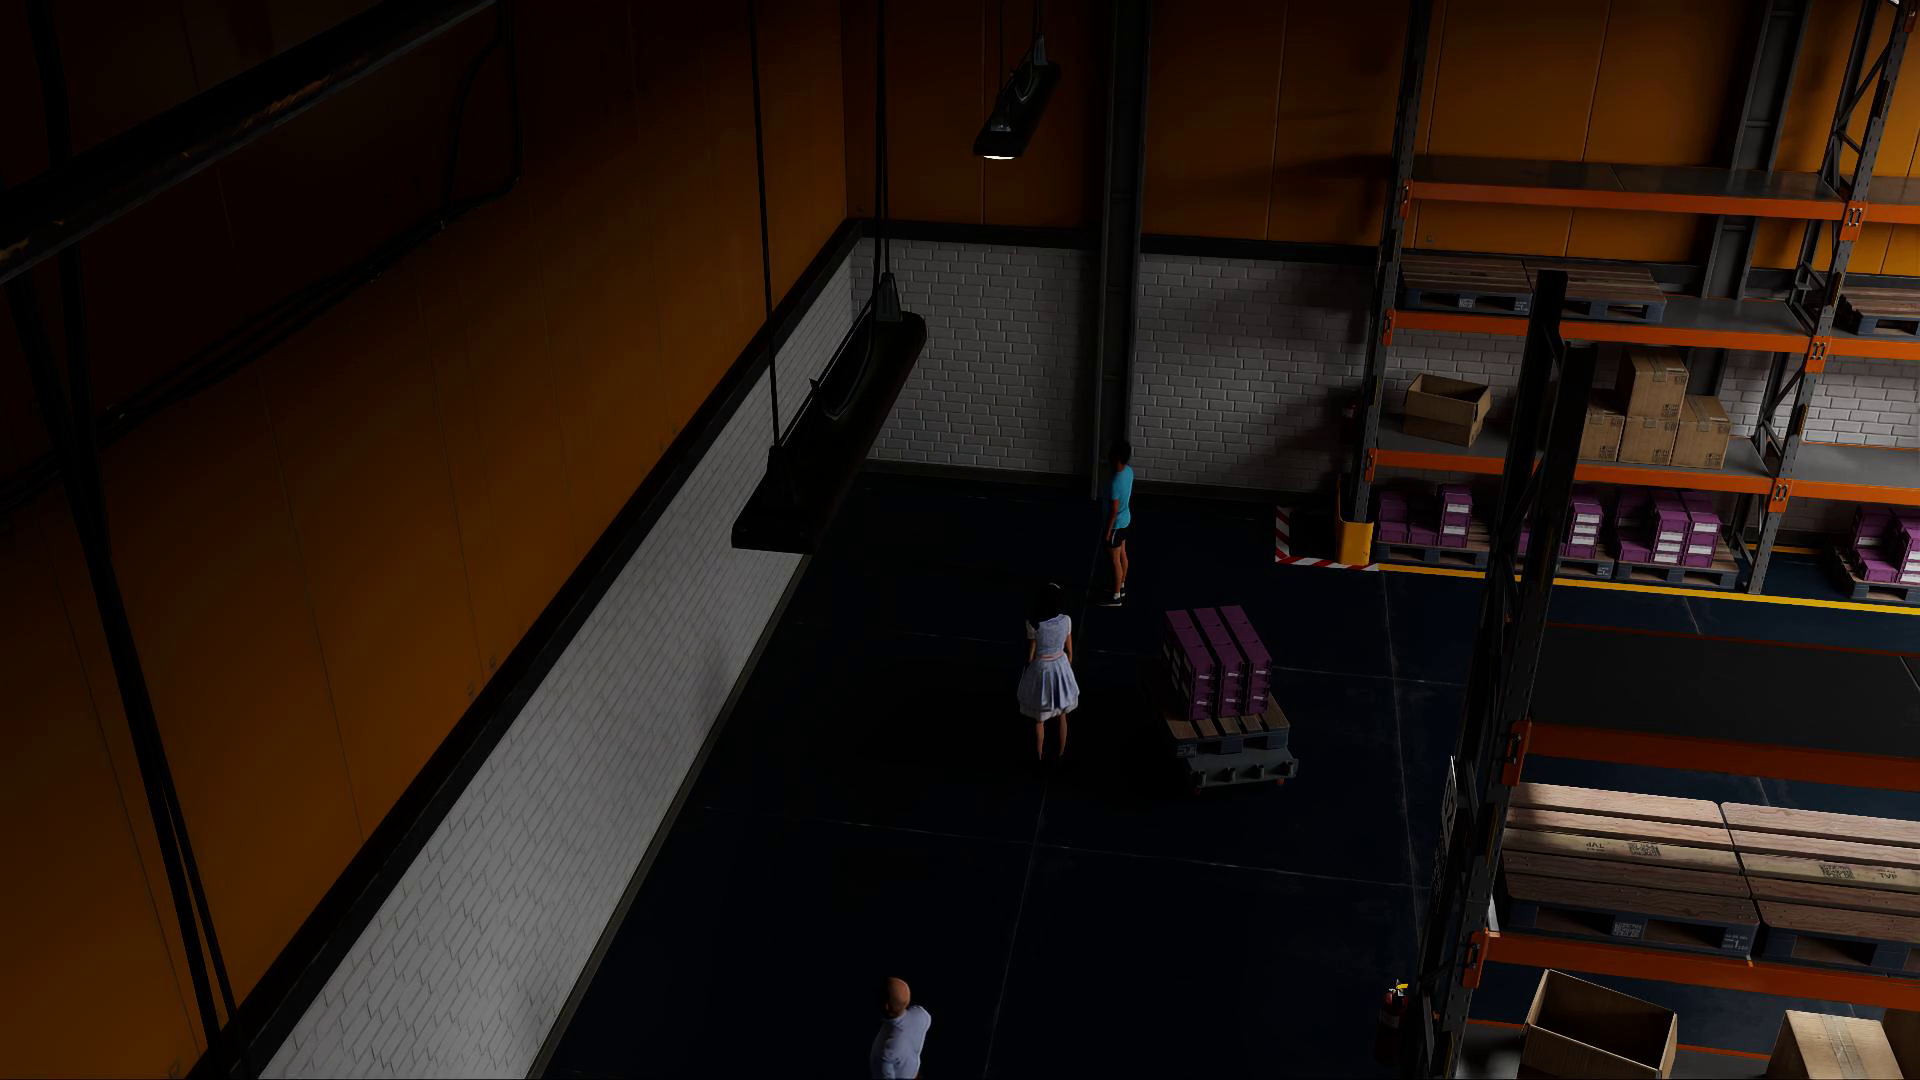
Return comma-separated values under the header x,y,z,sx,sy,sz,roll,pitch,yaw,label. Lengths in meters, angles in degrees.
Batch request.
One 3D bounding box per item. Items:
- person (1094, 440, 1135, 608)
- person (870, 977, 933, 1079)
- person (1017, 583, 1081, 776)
x,y,z,sx,sy,sz,roll,pitch,yaw,label
1.559,-0.176,16.473,0.578,1.776,0.649,10,30,18,person
-0.372,3.339,10.014,0.670,1.792,0.702,13,31,23,person
0.740,1.169,13.966,0.787,1.817,0.870,-5,29,-10,person
